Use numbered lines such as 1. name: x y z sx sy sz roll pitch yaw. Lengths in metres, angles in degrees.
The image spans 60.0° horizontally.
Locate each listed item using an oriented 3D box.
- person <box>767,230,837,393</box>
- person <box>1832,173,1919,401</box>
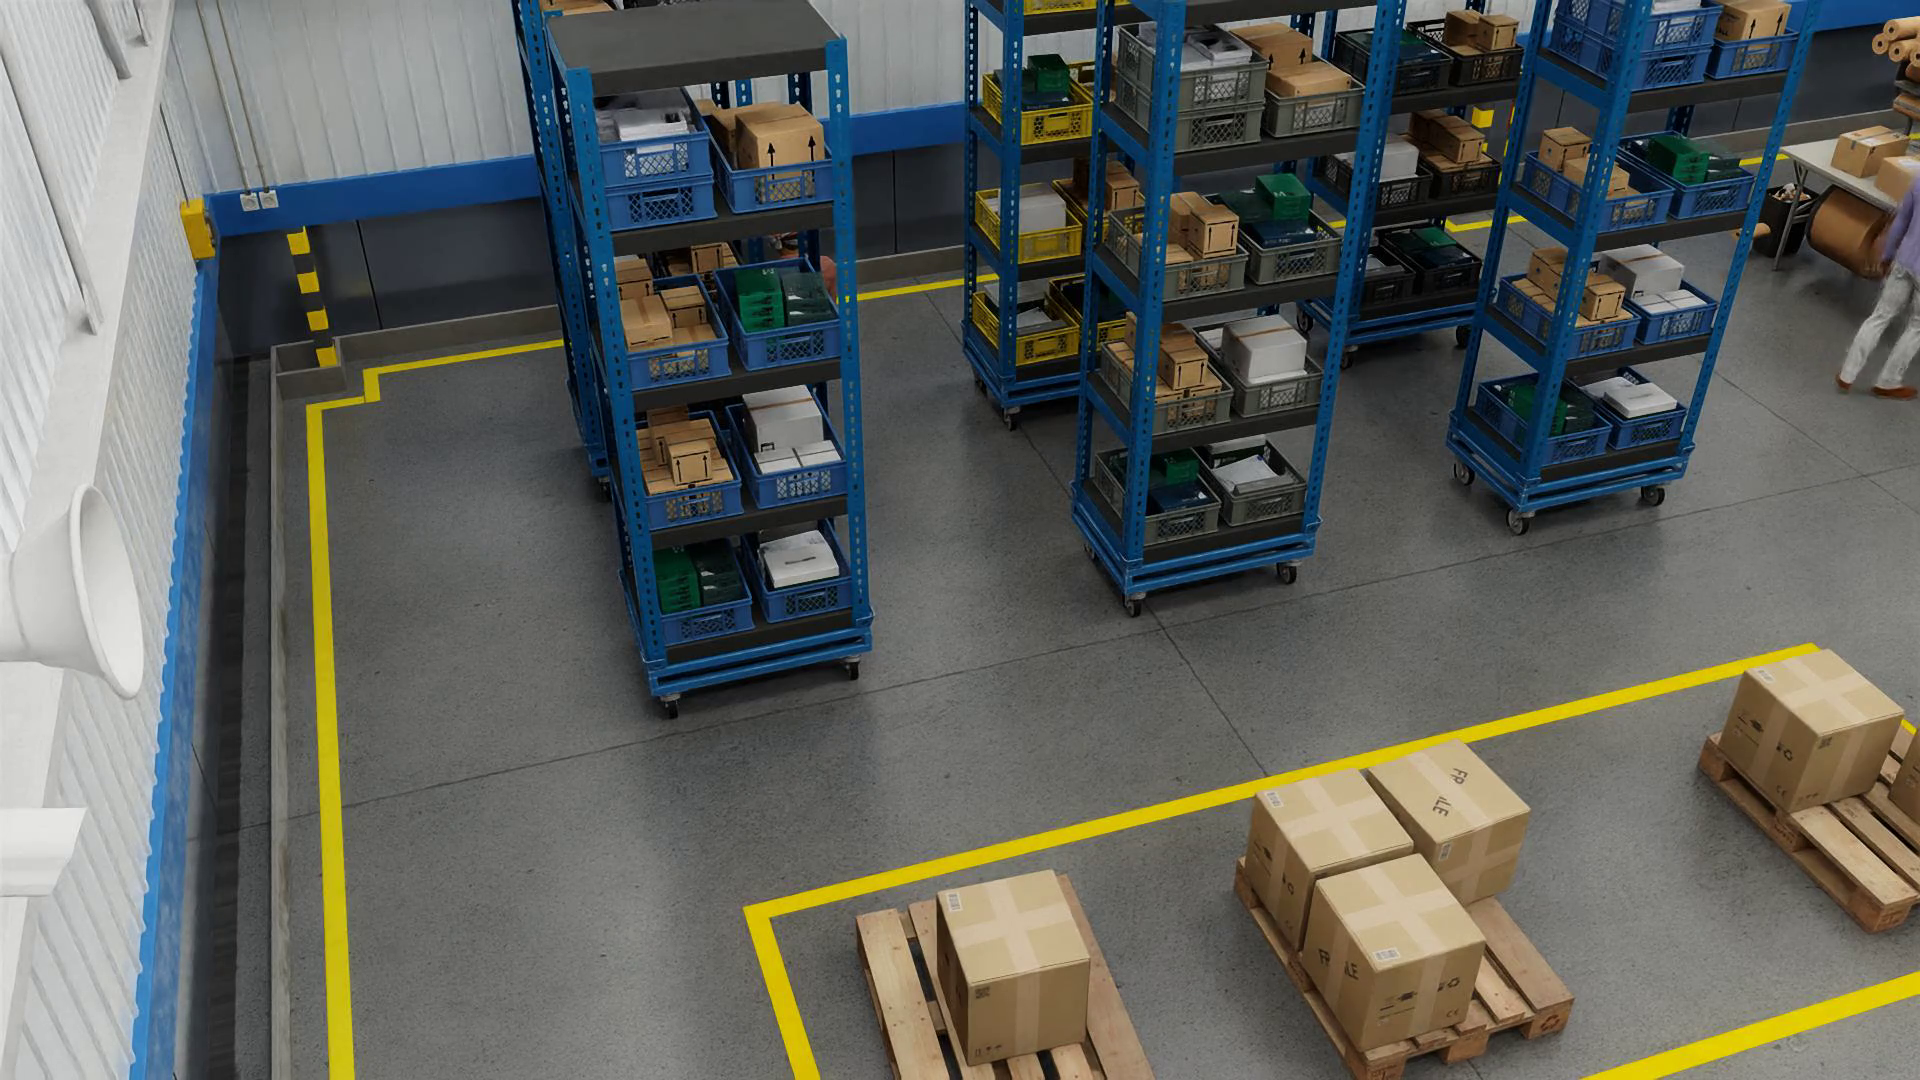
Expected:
1. person: -1.007 -1.117 10.145 0.628 1.981 0.410 -29 44 -34
2. person: 6.448 -1.809 11.213 0.577 1.903 0.667 -12 37 -16
